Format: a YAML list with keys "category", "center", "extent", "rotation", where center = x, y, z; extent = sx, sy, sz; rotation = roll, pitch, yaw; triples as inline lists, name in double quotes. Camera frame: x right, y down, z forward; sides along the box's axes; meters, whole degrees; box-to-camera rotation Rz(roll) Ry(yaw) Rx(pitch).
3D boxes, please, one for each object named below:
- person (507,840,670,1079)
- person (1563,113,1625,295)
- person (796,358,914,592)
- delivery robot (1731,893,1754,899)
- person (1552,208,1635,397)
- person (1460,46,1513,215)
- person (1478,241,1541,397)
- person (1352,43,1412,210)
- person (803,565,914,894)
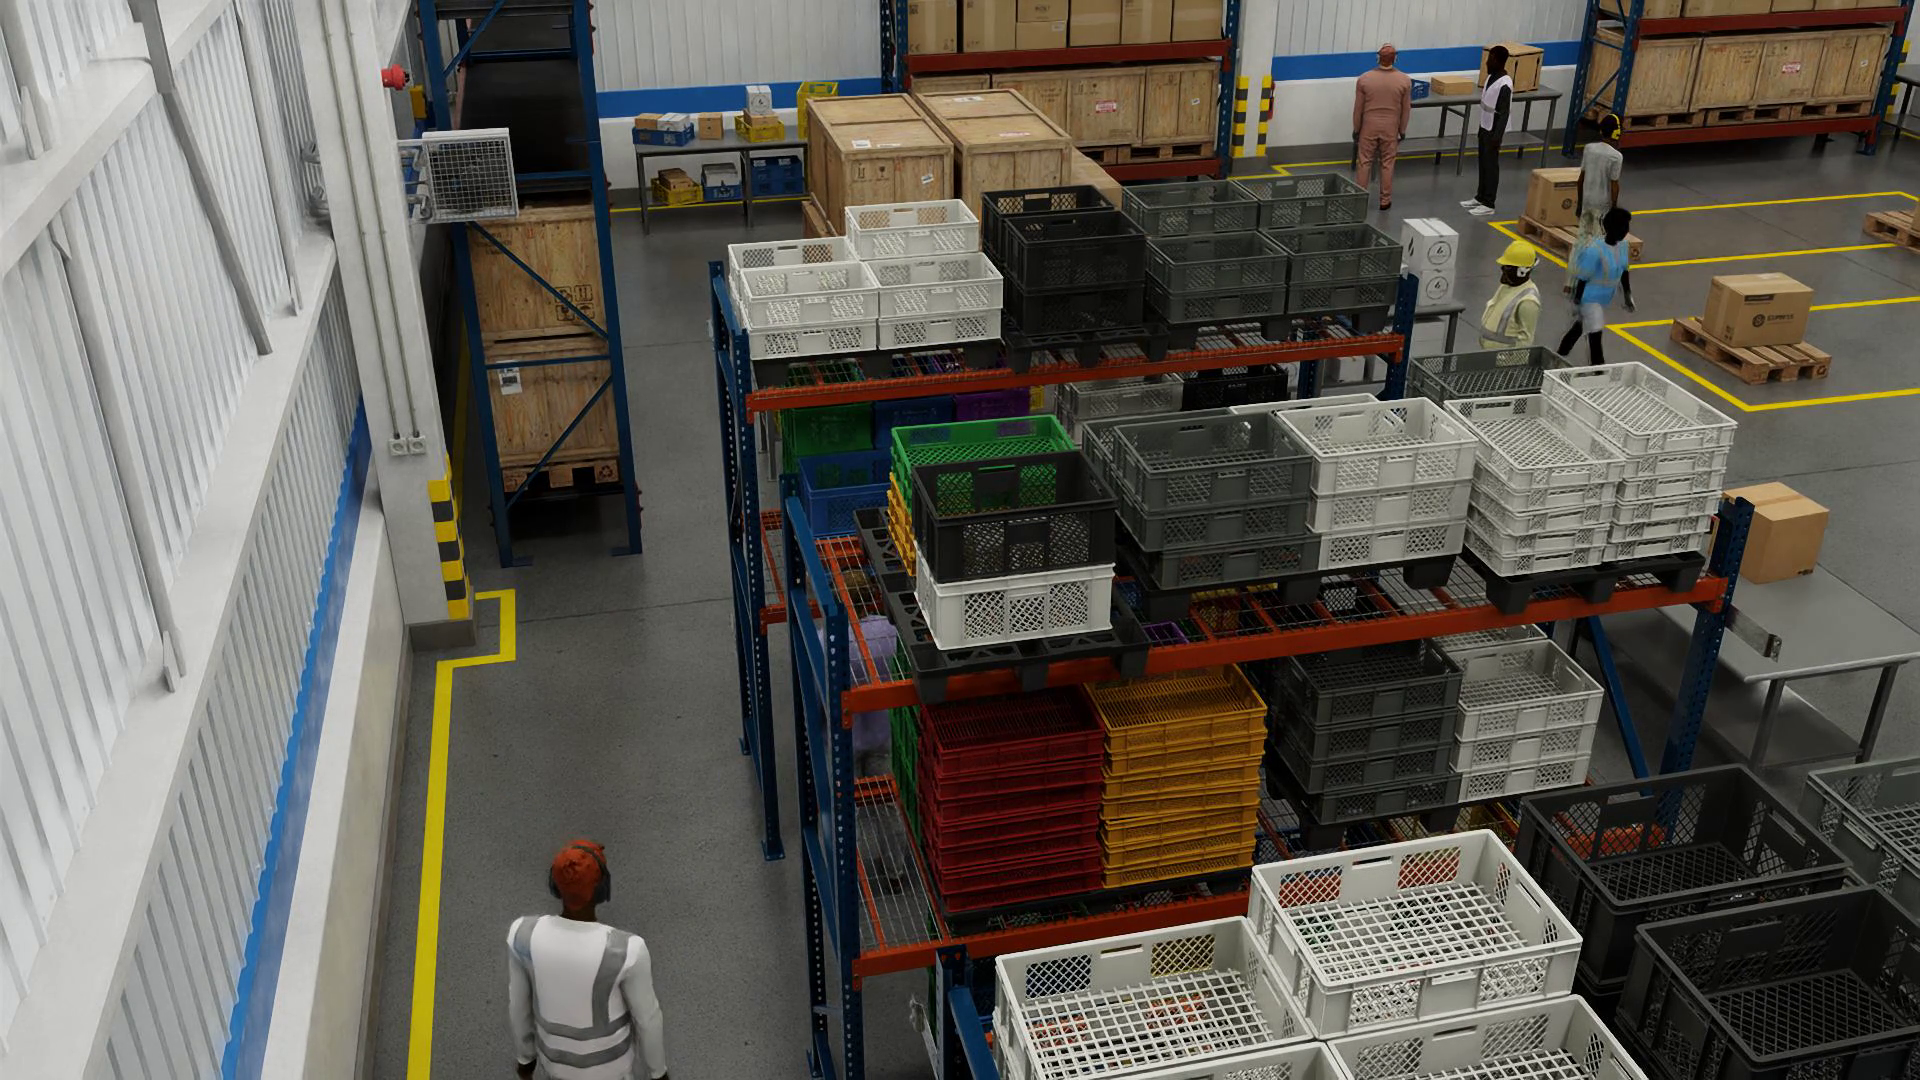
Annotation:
- category: "person"
  center: [-1.435, 2.008, 6.512]
  extent: [0.608, 1.867, 0.423]
  rotation: [8, 29, 15]
- category: "person"
  center: [6.371, -3.324, 16.621]
  extent: [0.328, 1.872, 0.514]
  rotation: [-14, 31, -25]
- category: "person"
  center: [-0.751, -0.399, 11.172]
  extent: [0.779, 1.795, 0.539]
  rotation: [22, 35, 35]
- category: "delivery robot"
  center: [3.871, 1.877, 8.057]
  extent: [0.707, 0.478, 0.477]
  rotation: [23, 36, 37]
- category: "person"
  center: [5.613, -2.088, 14.515]
  extent: [0.537, 1.638, 0.892]
  rotation: [-21, 34, -34]
- category: "person"
  center: [6.167, -4.747, 19.269]
  extent: [0.372, 1.916, 0.596]
  rotation: [0, 28, -1]
- category: "person"
  center: [4.297, -1.474, 13.150]
  extent: [0.404, 1.833, 0.590]
  rotation: [-1, 28, -2]
- category: "person"
  center: [4.896, -4.813, 19.403]
  extent: [0.642, 1.913, 0.408]
  rotation: [5, 28, 10]
- category: "person"
  center: [-0.514, 0.987, 8.369]
  extent: [0.632, 1.938, 0.359]
  rotation: [-11, 30, -20]
